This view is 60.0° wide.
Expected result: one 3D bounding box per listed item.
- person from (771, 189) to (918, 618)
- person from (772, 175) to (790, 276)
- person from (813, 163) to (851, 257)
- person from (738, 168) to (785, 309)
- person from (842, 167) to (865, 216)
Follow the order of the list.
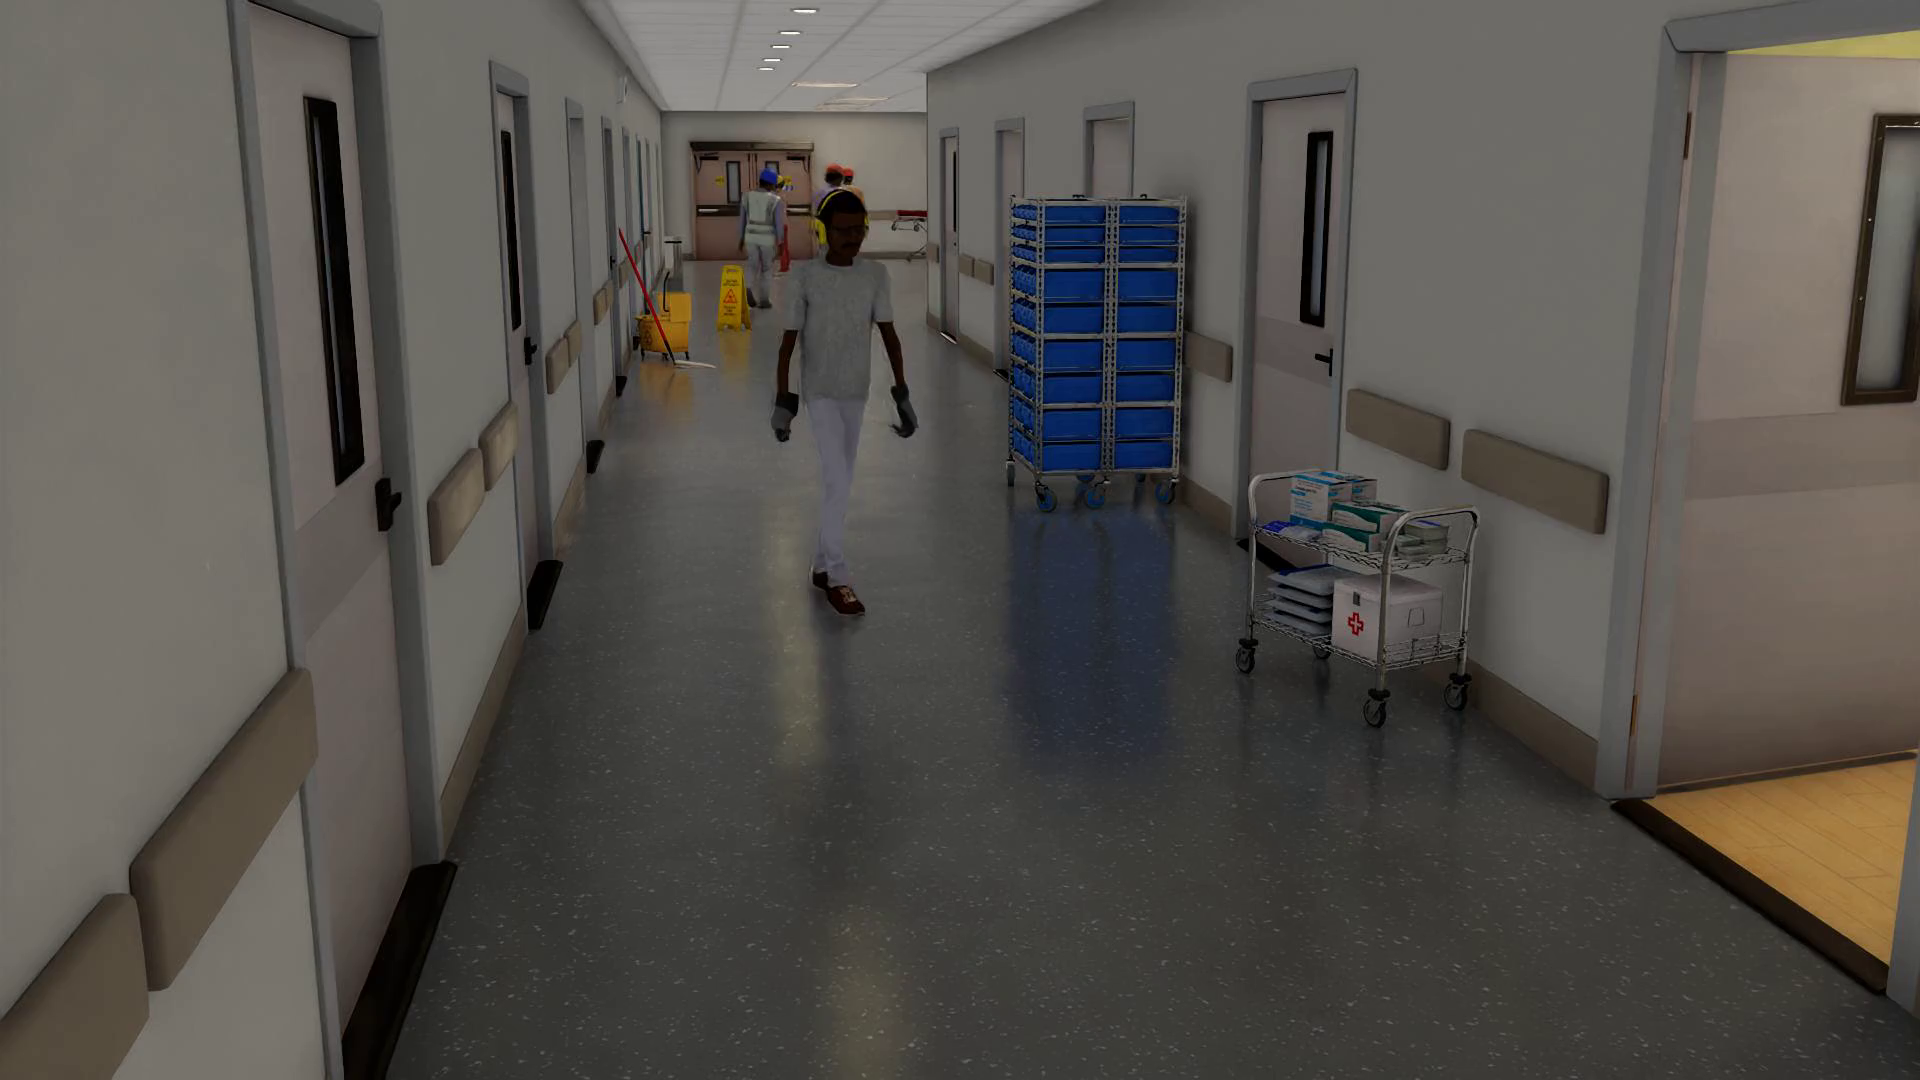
[{"bbox_3d":[-0.493,-0.591,7.265,0.500,1.829,0.798,-9,16,-35],"label":"person"},{"bbox_3d":[-3.204,-5.551,29.417,0.326,1.767,0.533,2,13,10],"label":"person"},{"bbox_3d":[-1.706,-4.139,22.713,0.610,1.958,1.059,4,13,17],"label":"person"},{"bbox_3d":[-2.701,-4.062,22.501,0.663,1.899,0.707,4,13,17],"label":"person"},{"bbox_3d":[-2.011,-5.607,29.363,0.545,1.891,0.947,-8,15,-30],"label":"person"}]
